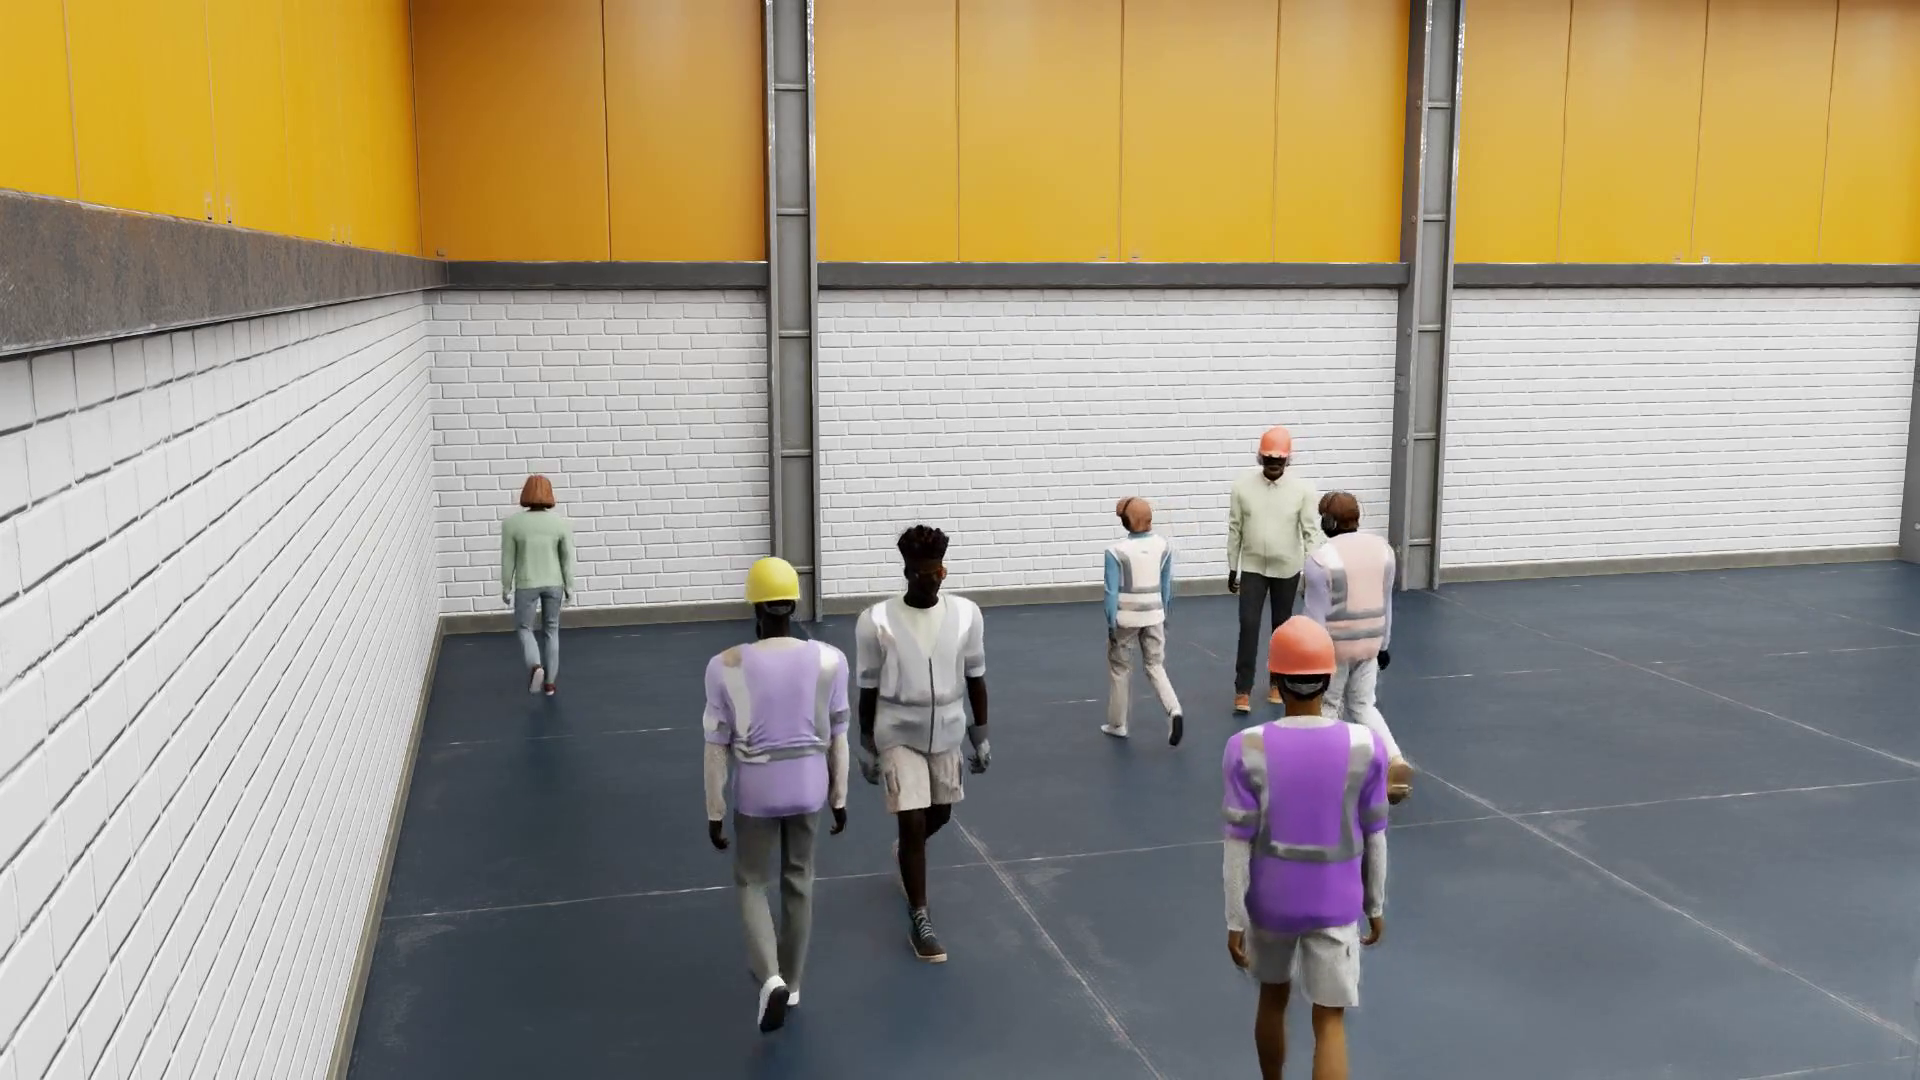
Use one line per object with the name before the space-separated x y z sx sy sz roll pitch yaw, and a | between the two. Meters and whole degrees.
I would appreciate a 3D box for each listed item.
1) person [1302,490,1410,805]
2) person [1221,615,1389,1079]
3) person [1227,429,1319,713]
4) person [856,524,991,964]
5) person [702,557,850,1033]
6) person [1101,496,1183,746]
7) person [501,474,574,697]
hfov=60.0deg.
person | 2.225 0.632 9.387 0.645 1.817 0.709 -5 10 -27
person | 1.132 1.210 5.503 0.549 1.910 0.858 2 9 11
person | 2.158 0.210 11.543 0.638 1.958 0.756 2 9 14
person | -0.194 0.857 7.628 0.613 1.938 0.906 -3 10 -19
person | -0.722 1.021 6.657 0.594 1.908 0.655 -3 10 -17
person | 1.165 0.525 10.658 0.516 1.613 0.671 -4 10 -21
person | -2.986 0.340 11.819 0.509 1.613 0.546 -3 10 -20
